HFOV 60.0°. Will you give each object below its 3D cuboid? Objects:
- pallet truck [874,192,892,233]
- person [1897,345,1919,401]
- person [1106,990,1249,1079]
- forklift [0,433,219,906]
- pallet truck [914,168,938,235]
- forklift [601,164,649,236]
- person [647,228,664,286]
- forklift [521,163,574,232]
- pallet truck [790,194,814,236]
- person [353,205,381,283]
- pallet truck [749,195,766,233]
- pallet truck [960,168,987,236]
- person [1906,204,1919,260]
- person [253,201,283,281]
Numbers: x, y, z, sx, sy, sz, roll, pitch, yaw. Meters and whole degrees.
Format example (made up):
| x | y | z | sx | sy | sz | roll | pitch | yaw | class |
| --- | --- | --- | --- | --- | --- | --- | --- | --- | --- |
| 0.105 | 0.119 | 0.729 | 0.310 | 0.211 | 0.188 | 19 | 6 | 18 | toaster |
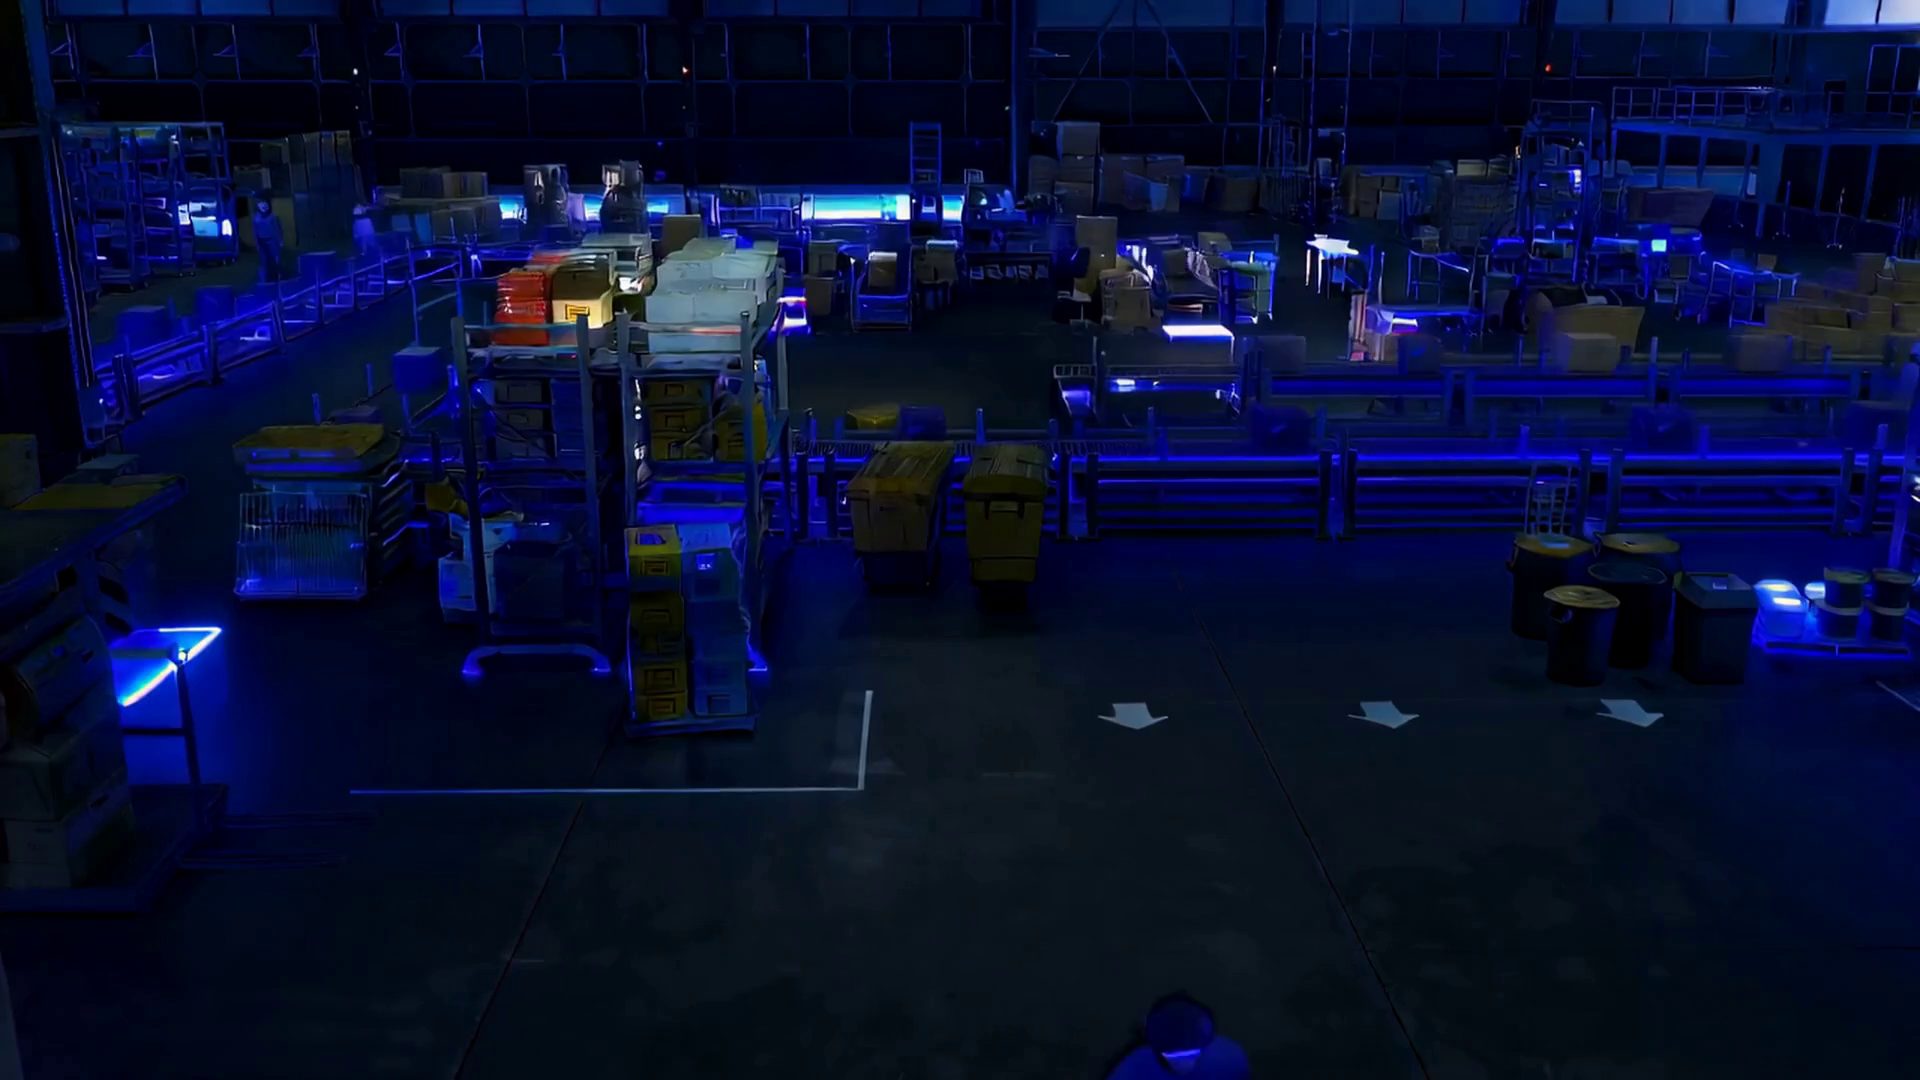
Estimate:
| x | y | z | sx | sy | sz | roll | pitch | yaw | class |
| --- | --- | --- | --- | --- | --- | --- | --- | --- | --- |
| -2.277 | -9.986 | 50.594 | 0.653 | 1.274 | 1.630 | 0 | 16 | -1 | pallet truck |
| 11.766 | -1.548 | 20.355 | 0.538 | 1.812 | 0.617 | 0 | 16 | 2 | person |
| 0.785 | 2.483 | 6.252 | 0.640 | 1.880 | 1.045 | -6 | 17 | -21 | person |
| -5.952 | 0.780 | 10.366 | 1.873 | 2.768 | 1.129 | 0 | 16 | -1 | forklift |
| -0.989 | -10.316 | 50.507 | 0.823 | 1.965 | 1.885 | 1 | 16 | 3 | pallet truck |
| -9.948 | -10.127 | 49.296 | 1.157 | 1.987 | 2.680 | -1 | 16 | -3 | forklift |
| -6.307 | -5.522 | 34.256 | 0.319 | 1.767 | 0.534 | 11 | 20 | 34 | person |
| -12.233 | -10.122 | 49.298 | 1.157 | 1.987 | 2.680 | 0 | 16 | -1 | forklift |
| -4.814 | -9.883 | 50.259 | 0.704 | 1.261 | 1.522 | -1 | 16 | -3 | pallet truck |
| -14.103 | -7.046 | 39.490 | 0.592 | 1.805 | 0.801 | 12 | 20 | 36 | person |
| -6.051 | -9.967 | 50.660 | 0.680 | 1.201 | 1.601 | 0 | 16 | -1 | pallet truck |
| 0.383 | -10.230 | 50.206 | 0.823 | 1.965 | 1.885 | -1 | 16 | -3 | pallet truck |
| 23.731 | -7.617 | 41.071 | 0.607 | 2.038 | 0.395 | 7 | 17 | 23 | person |
| -16.383 | -7.066 | 39.373 | 0.652 | 1.906 | 0.403 | -3 | 16 | -11 | person |
